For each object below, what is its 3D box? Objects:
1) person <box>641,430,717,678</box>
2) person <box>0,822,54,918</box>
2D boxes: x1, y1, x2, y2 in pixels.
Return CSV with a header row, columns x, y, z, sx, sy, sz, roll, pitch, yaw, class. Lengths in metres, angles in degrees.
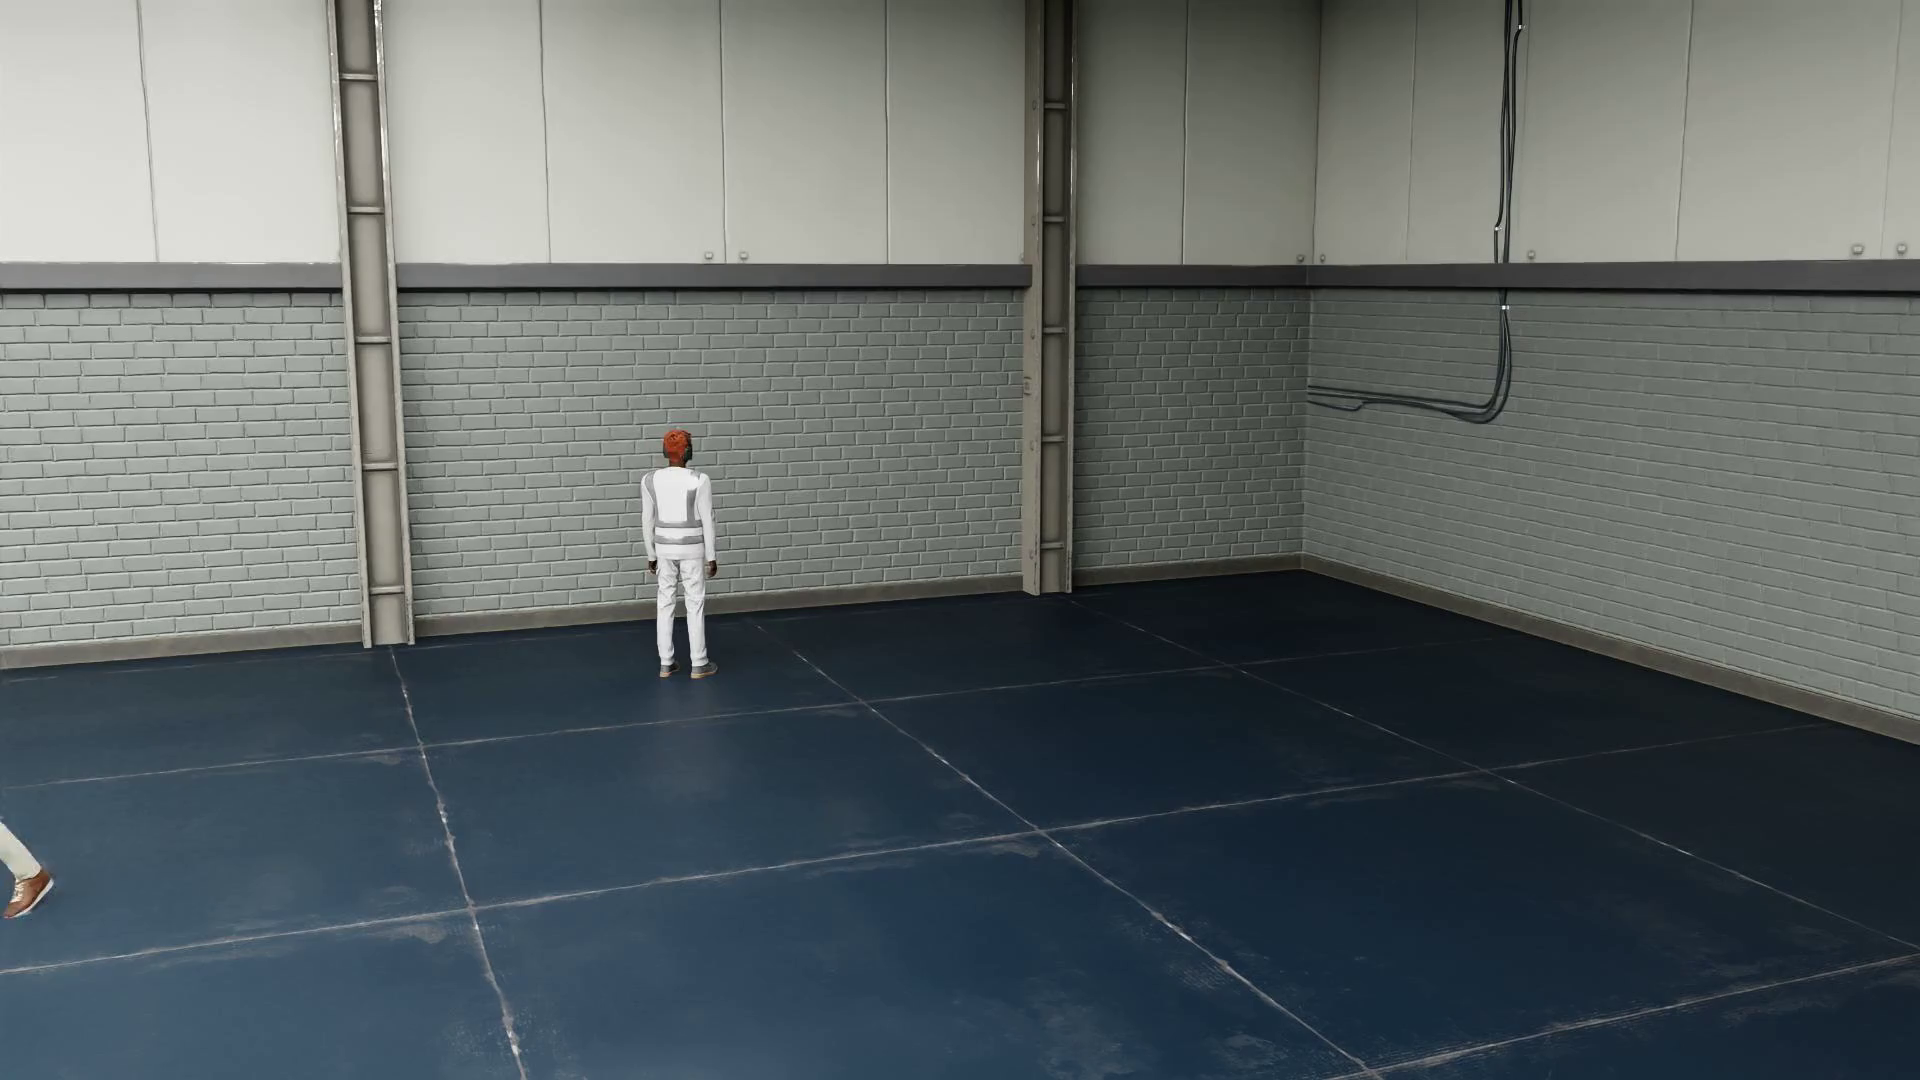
x,y,z,sx,sy,sz,roll,pitch,yaw,class
-2.100,0.109,12.529,0.574,1.883,0.355,2,9,12,person
-4.726,0.884,7.862,0.679,1.833,0.537,-5,10,-28,person
